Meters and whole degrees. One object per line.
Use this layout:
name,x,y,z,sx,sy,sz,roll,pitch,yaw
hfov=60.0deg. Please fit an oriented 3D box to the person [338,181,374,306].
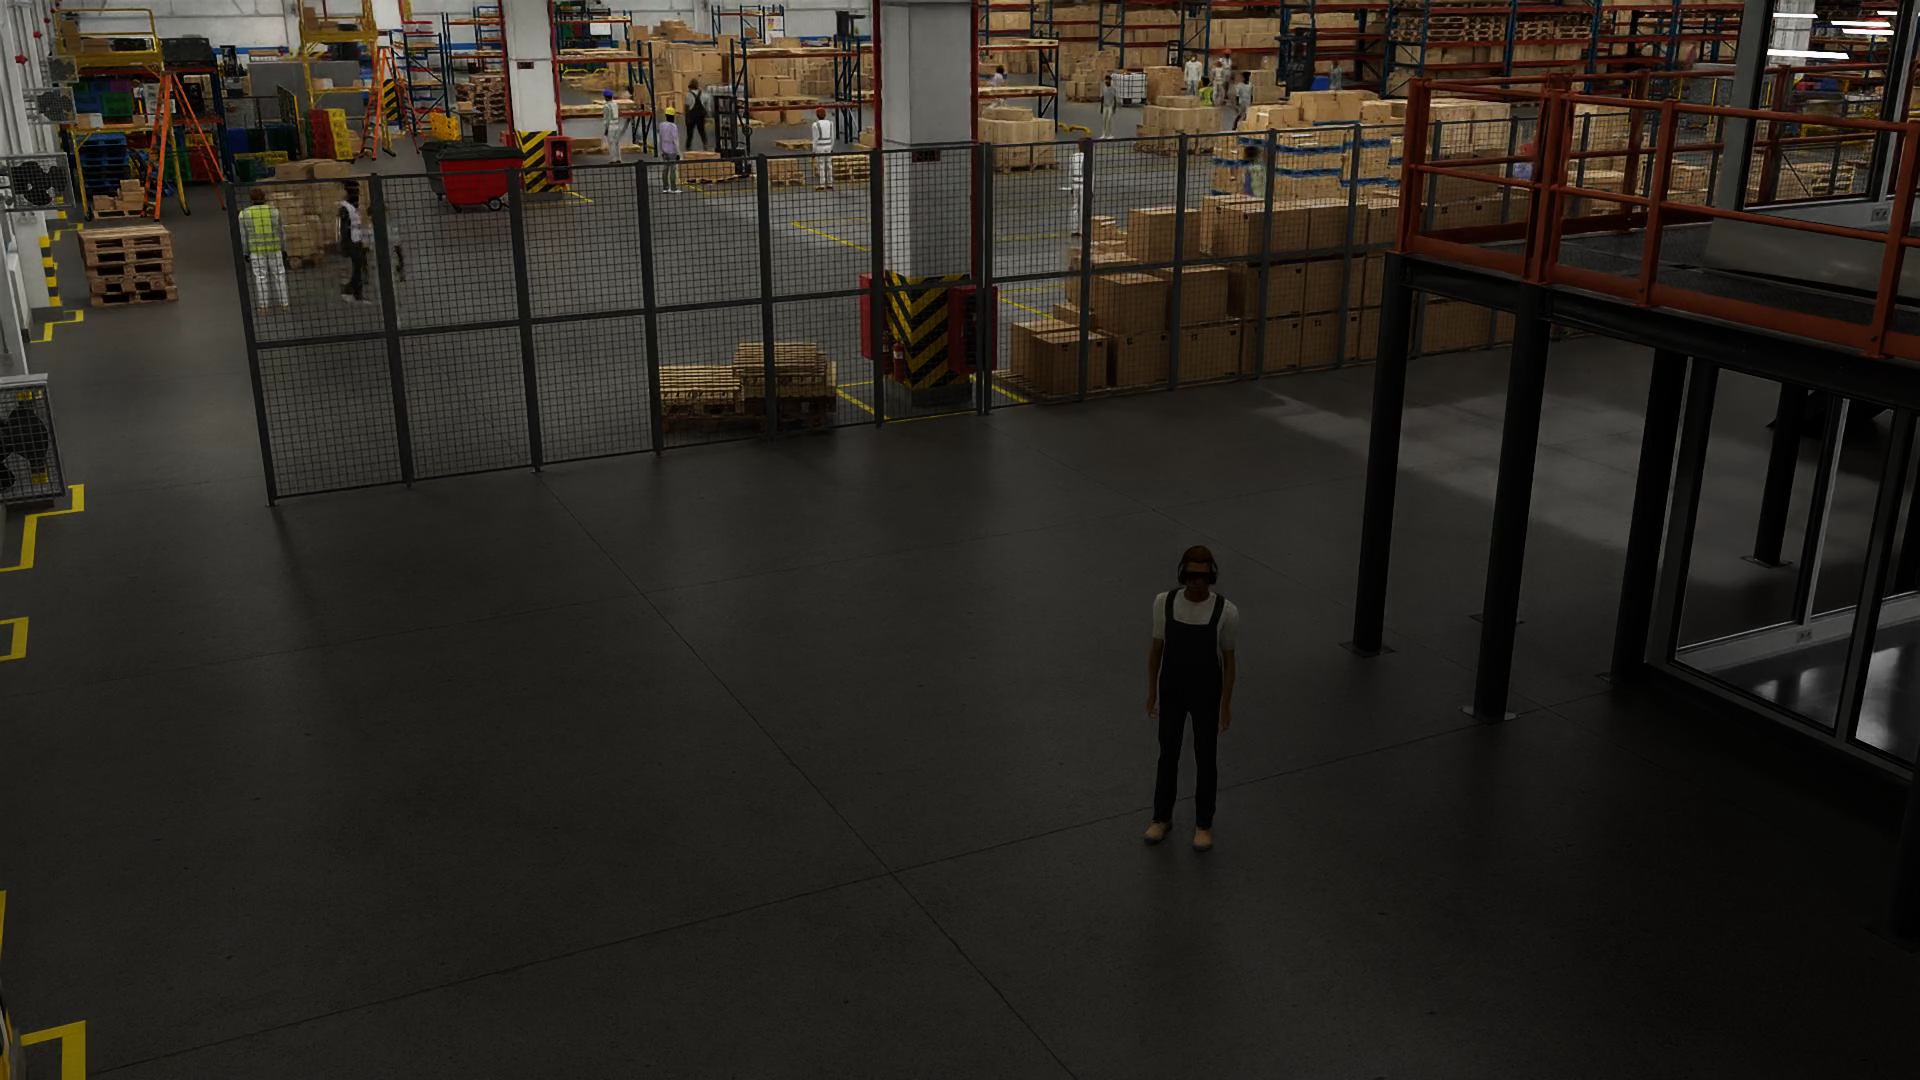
person,-9.153,-4.484,25.149,0.450,1.900,0.622,-1,19,-2

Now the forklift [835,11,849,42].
forklift,-5.880,-25.018,83.192,1.873,2.768,1.129,-9,21,-25

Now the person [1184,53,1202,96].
person,8.512,-16.812,60.828,0.633,1.939,0.368,4,19,12

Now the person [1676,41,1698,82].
person,31.932,-20.895,72.781,0.956,1.867,0.644,15,24,36

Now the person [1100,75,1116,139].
person,4.429,-12.940,49.728,0.533,1.857,0.323,14,23,34

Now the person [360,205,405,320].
person,-8.007,-3.719,23.012,0.564,1.846,0.643,-2,19,-5

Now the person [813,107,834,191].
person,-3.142,-8.955,38.128,0.574,1.887,0.355,-16,24,-38

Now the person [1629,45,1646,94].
person,27.349,-18.982,67.127,1.048,1.939,0.603,-6,20,-17

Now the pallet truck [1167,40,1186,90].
pallet truck,9.045,-19.971,69.895,0.823,1.965,1.885,-3,19,-8

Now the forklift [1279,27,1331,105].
forklift,12.567,-17.240,60.646,1.873,2.768,1.129,-9,21,-25

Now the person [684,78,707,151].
person,-7.360,-11.846,46.278,0.700,2.000,0.738,-13,23,-32

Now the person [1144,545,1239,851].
person,1.323,0.908,9.601,0.512,1.846,0.340,7,20,18

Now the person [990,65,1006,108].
person,1.247,-14.959,55.639,0.764,1.824,0.640,-1,19,-2

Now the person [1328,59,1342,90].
person,12.951,-15.659,57.558,1.020,1.877,0.653,-9,21,-24

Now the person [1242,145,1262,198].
person,5.241,-6.126,29.915,0.716,1.896,0.613,10,22,27

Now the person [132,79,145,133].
person,-25.377,-13.405,51.418,0.524,1.632,0.321,5,20,15

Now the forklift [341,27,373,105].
forklift,-22.275,-17.346,60.954,1.873,2.768,1.129,-9,21,-25

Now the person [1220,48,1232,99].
person,10.317,-18.074,64.504,0.554,1.921,0.458,-8,21,-23

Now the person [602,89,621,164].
person,-9.004,-10.635,42.907,0.404,1.945,0.615,6,20,17

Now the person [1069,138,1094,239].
person,2.307,-6.642,31.429,0.339,1.882,0.584,-16,25,-39

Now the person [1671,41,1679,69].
person,32.421,-21.846,75.697,0.498,1.751,0.531,-10,22,-27

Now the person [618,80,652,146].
person,-9.426,-12.182,47.531,1.021,1.878,0.606,-8,21,-22

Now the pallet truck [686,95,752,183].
pallet truck,-5.836,-9.608,39.856,0.823,1.965,1.885,10,22,27

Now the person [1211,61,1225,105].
person,9.578,-16.968,61.774,0.523,1.609,0.719,6,20,17

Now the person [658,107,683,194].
person,-6.556,-8.823,37.701,0.580,1.918,0.390,13,23,34

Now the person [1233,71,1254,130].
person,8.627,-13.317,50.721,0.608,1.933,0.927,-6,20,-17

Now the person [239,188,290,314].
person,-10.307,-4.287,24.669,0.624,1.844,0.429,-10,21,-26

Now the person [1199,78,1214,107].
person,7.528,-13.321,51.072,0.529,1.697,0.321,-9,21,-25

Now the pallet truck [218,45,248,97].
pallet truck,-28.879,-18.665,66.111,0.823,1.965,1.885,-3,19,-9

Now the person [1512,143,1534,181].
person,10.426,-6.420,30.770,0.552,1.897,0.809,11,22,30

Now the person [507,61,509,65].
person,-17.822,-18.592,66.414,0.536,1.655,0.853,-6,20,-18

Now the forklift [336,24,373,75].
forklift,-23.669,-18.515,64.341,1.129,2.768,1.873,14,23,35
